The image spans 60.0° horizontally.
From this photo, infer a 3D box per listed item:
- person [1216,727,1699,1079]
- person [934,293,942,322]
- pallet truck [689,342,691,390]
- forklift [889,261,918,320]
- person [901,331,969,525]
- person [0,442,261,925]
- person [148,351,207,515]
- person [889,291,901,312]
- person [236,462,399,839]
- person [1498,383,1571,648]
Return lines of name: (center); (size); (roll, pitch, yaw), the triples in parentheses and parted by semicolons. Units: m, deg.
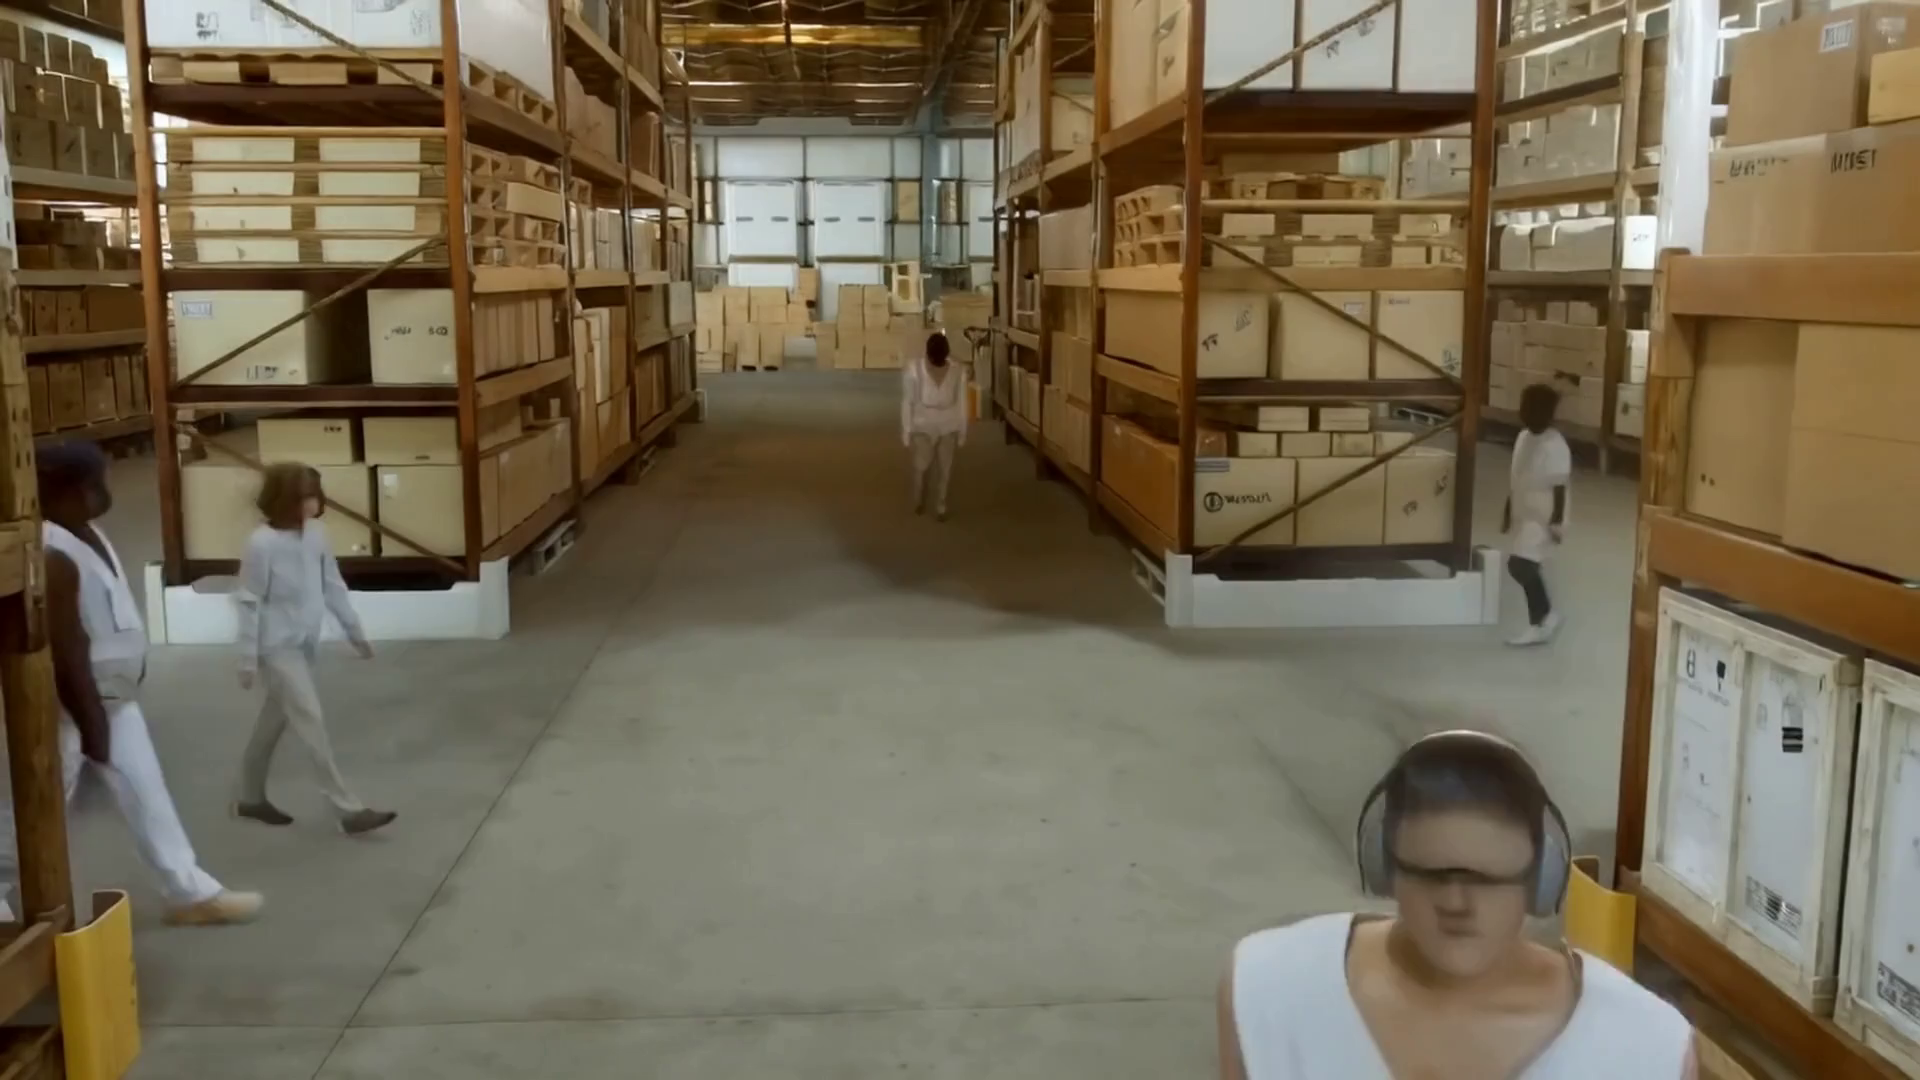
person: (0.567, 1.128, 2.026); (0.606, 1.824, 0.606); (3, 9, 15)
person: (-0.723, -8.973, 66.001); (0.793, 1.664, 0.521); (5, 10, 30)
pallet truck: (-5.225, -3.008, 27.480); (1.885, 1.965, 0.823); (2, 9, 14)
forklift: (-1.887, -7.970, 55.876); (1.129, 2.768, 1.873); (6, 11, 33)
person: (-0.235, -1.052, 15.716); (0.650, 1.830, 0.444); (-2, 9, -12)
person: (-3.061, 0.552, 5.794); (0.979, 1.792, 0.642); (-2, 9, -13)
person: (-6.917, -0.831, 14.741); (0.322, 1.699, 0.536); (4, 10, 22)
person: (-2.303, -7.827, 57.970); (0.636, 1.930, 0.371); (4, 10, 22)
person: (-2.753, 0.461, 6.980); (0.840, 1.585, 0.509); (1, 9, 8)
person: (3.580, -0.140, 10.442); (0.372, 1.679, 0.543); (-1, 9, -4)
